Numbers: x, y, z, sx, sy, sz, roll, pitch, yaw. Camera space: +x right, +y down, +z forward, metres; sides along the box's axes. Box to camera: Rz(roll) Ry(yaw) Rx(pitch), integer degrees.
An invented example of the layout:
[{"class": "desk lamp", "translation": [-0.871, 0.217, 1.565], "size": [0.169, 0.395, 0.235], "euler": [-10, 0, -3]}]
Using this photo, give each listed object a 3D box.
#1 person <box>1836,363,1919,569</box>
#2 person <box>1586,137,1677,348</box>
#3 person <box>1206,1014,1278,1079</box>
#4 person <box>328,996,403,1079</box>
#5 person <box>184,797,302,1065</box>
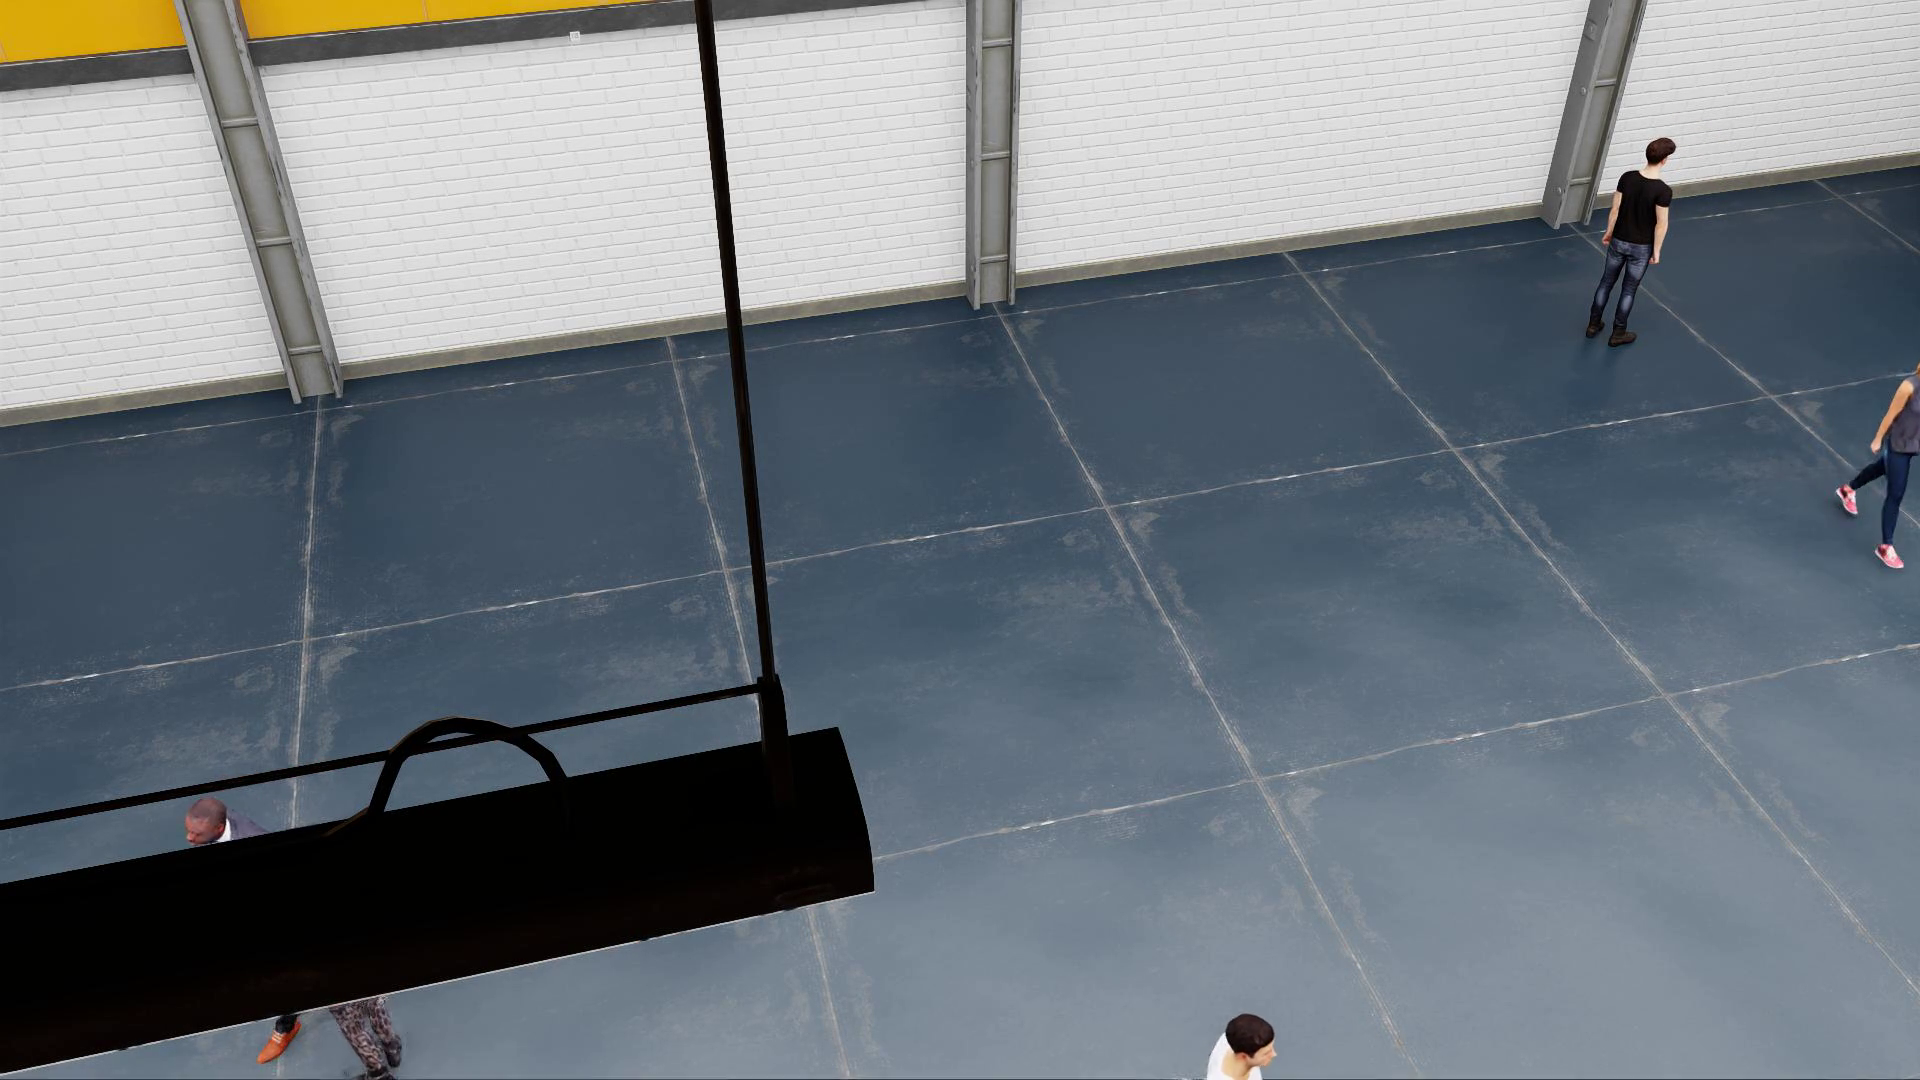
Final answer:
[{"class": "person", "translation": [6.914, -0.739, 12.270], "size": [1.127, 1.677, 0.730], "euler": [-5, 39, -6]}, {"class": "person", "translation": [5.815, -2.581, 14.402], "size": [0.744, 1.896, 0.770], "euler": [-30, 47, -32]}, {"class": "person", "translation": [1.140, 2.788, 7.776], "size": [0.859, 1.775, 0.813], "euler": [13, 40, 16]}, {"class": "person", "translation": [-3.153, 2.203, 8.565], "size": [0.740, 1.704, 0.695], "euler": [7, 39, 9]}, {"class": "person", "translation": [-3.621, 1.908, 8.884], "size": [1.077, 1.766, 1.174], "euler": [25, 45, 28]}]
